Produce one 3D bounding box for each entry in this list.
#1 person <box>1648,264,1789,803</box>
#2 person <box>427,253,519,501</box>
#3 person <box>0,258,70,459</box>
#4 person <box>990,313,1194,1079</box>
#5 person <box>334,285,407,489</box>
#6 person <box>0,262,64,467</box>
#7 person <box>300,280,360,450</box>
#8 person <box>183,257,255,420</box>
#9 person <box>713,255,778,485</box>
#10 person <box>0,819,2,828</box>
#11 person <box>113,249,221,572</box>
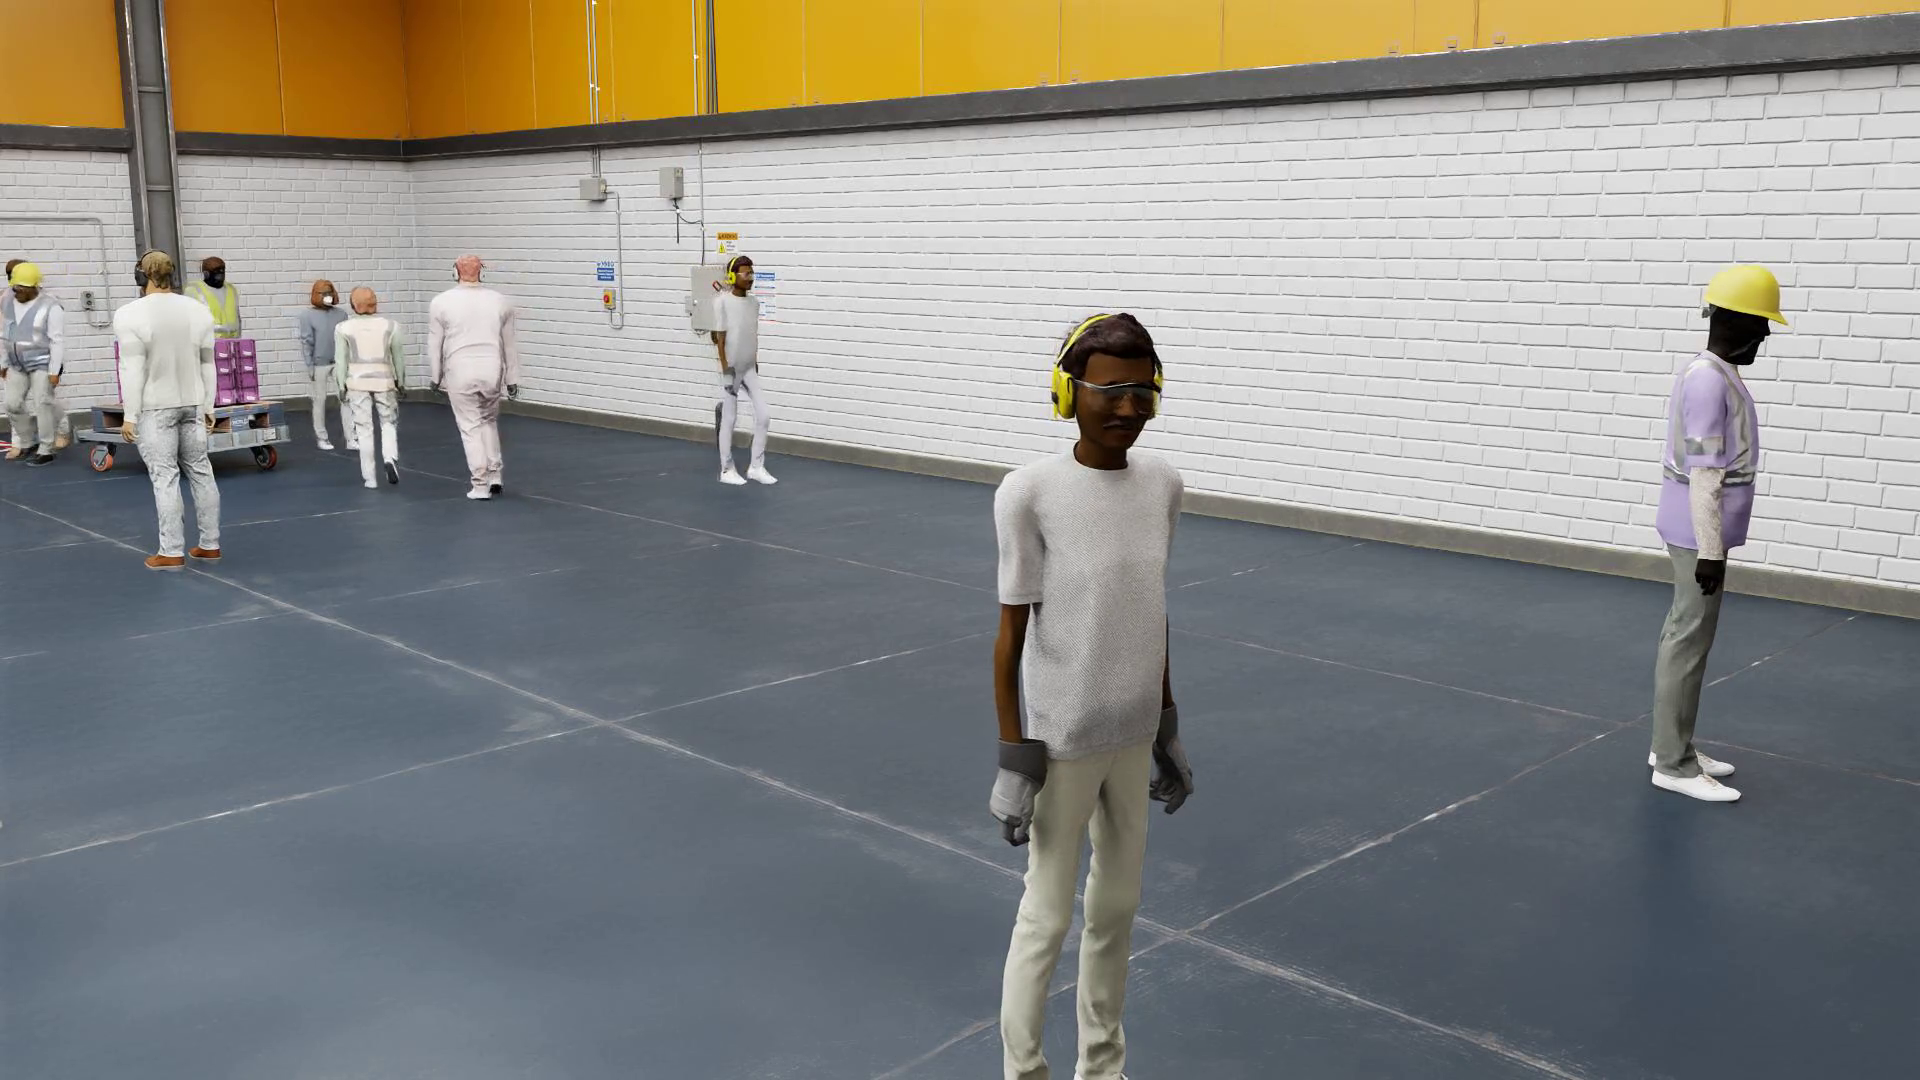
[{"bbox_3d":[2.729,-0.030,6.035,0.379,1.920,0.586,4,11,23],"label":"person"},{"bbox_3d":[-3.761,-1.247,12.797,0.639,1.883,0.600,-7,13,-35],"label":"person"},{"bbox_3d":[-8.552,-1.677,15.317,0.638,1.817,0.798,0,10,-2],"label":"person"},{"bbox_3d":[0.293,0.447,3.589,0.533,1.864,0.310,-8,13,-36],"label":"person"},{"bbox_3d":[-4.668,-1.200,13.197,0.538,1.624,0.416,-5,11,-24],"label":"person"},{"bbox_3d":[-8.108,-1.514,14.486,0.664,1.787,0.457,2,11,8],"label":"person"},{"bbox_3d":[-5.867,-1.621,15.559,0.734,1.600,0.522,8,13,39],"label":"person"},{"bbox_3d":[-7.405,-1.925,16.704,0.825,1.807,0.636,7,12,33],"label":"person"},{"bbox_3d":[-1.749,-1.351,13.416,0.641,1.850,0.501,9,14,42],"label":"person"},{"bbox_3d":[-3.370,0.136,5.336,0.429,1.846,0.633,-4,11,-22],"label":"person"},{"bbox_3d":[-4.780,-0.777,10.062,0.366,1.938,0.630,6,12,30],"label":"person"}]
